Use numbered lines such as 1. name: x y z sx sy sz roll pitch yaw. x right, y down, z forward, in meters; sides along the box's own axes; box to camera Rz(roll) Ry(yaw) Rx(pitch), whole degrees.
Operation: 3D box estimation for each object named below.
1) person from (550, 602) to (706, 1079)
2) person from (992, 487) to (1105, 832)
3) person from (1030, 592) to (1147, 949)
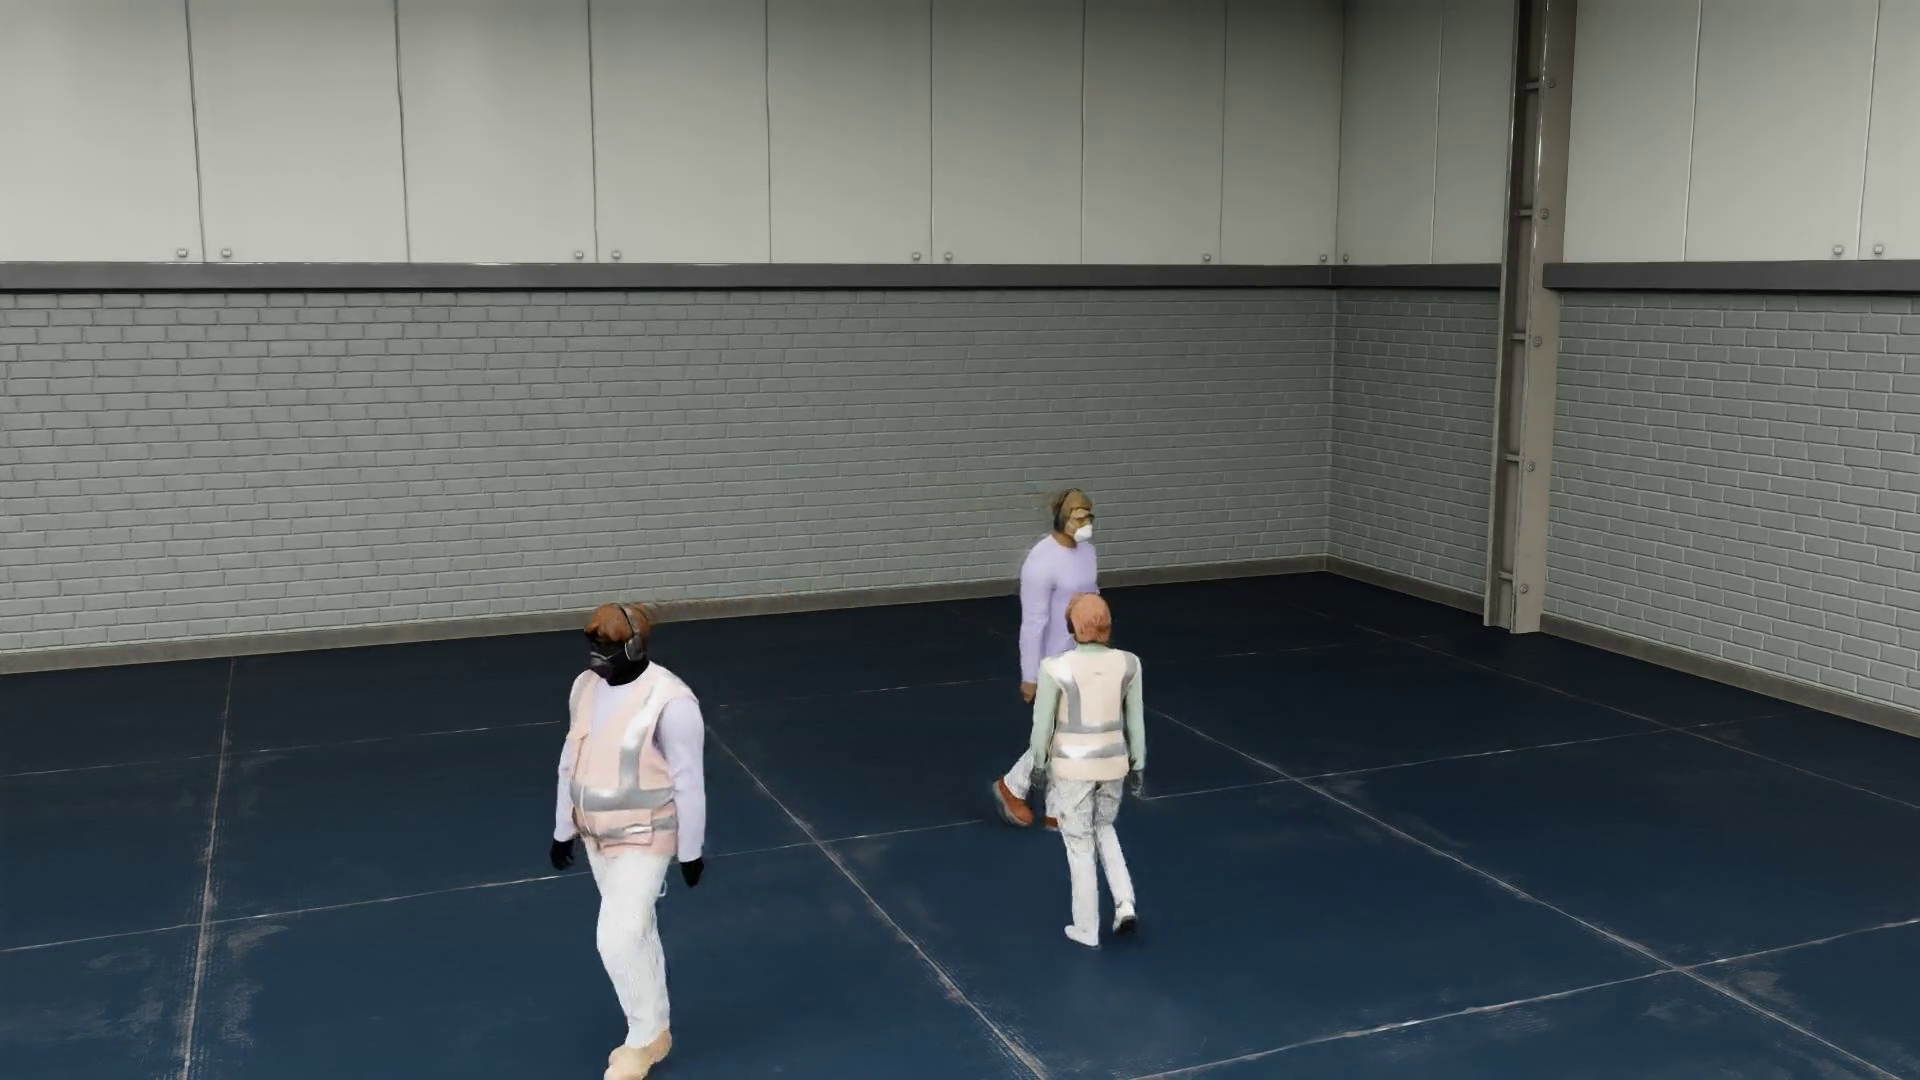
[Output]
1. person: -1.301 1.136 6.259 0.643 1.821 0.562 8 12 42
2. person: 0.532 0.661 8.964 0.510 1.919 0.628 5 10 28
3. person: 0.572 1.039 7.506 0.511 1.624 0.377 -4 10 -23
